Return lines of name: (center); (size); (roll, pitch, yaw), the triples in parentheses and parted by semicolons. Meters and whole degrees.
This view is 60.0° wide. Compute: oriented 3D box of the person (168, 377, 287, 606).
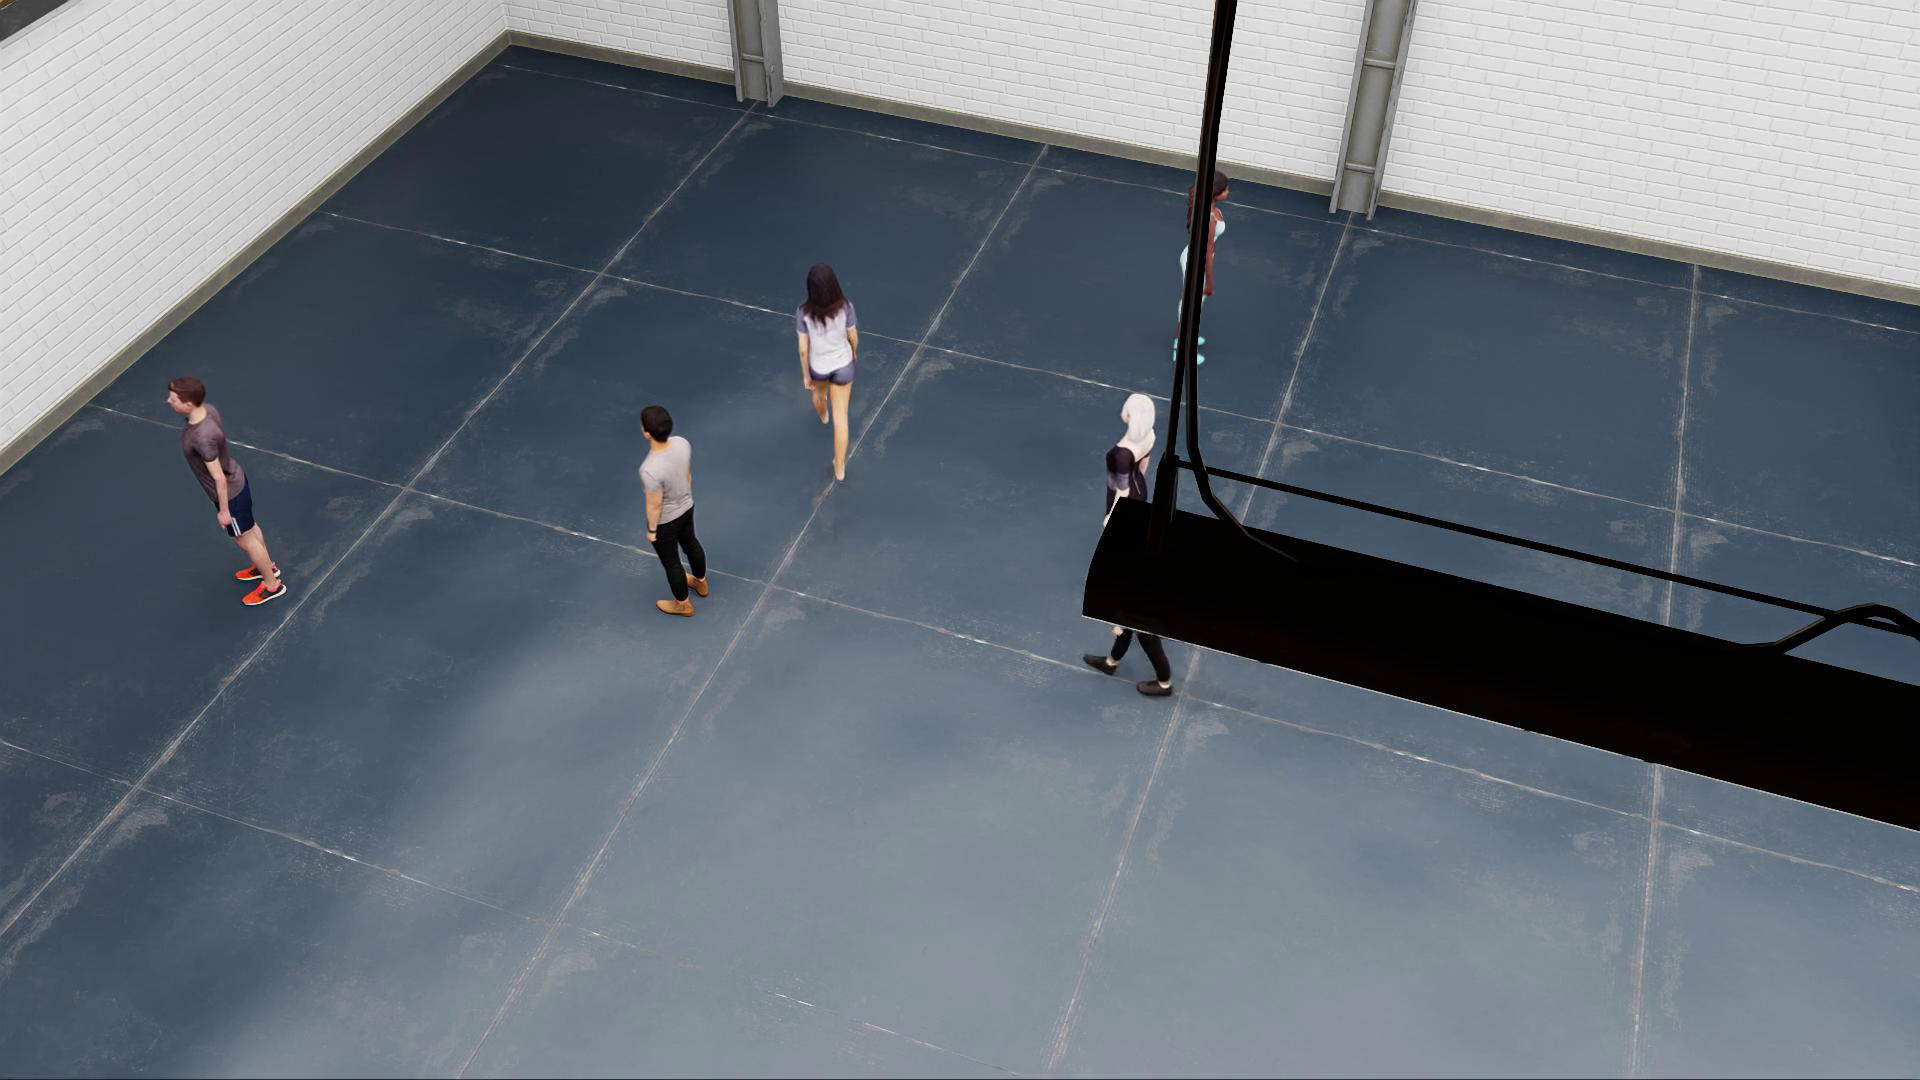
person: (-4.903, -0.345, 11.121); (0.770, 1.853, 0.717); (-17, 46, -17)

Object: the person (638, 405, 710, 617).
person: (-1.927, -0.197, 11.061); (0.571, 1.722, 0.640); (21, 48, 21)

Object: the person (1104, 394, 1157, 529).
person: (1.117, -0.249, 11.038); (0.558, 1.829, 0.619); (23, 48, 22)

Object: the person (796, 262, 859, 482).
person: (-0.939, -1.191, 12.135); (1.151, 1.679, 0.993); (-4, 44, -4)

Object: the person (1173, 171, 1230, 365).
person: (1.869, -2.156, 13.116); (0.662, 1.724, 0.646); (-4, 44, -4)
